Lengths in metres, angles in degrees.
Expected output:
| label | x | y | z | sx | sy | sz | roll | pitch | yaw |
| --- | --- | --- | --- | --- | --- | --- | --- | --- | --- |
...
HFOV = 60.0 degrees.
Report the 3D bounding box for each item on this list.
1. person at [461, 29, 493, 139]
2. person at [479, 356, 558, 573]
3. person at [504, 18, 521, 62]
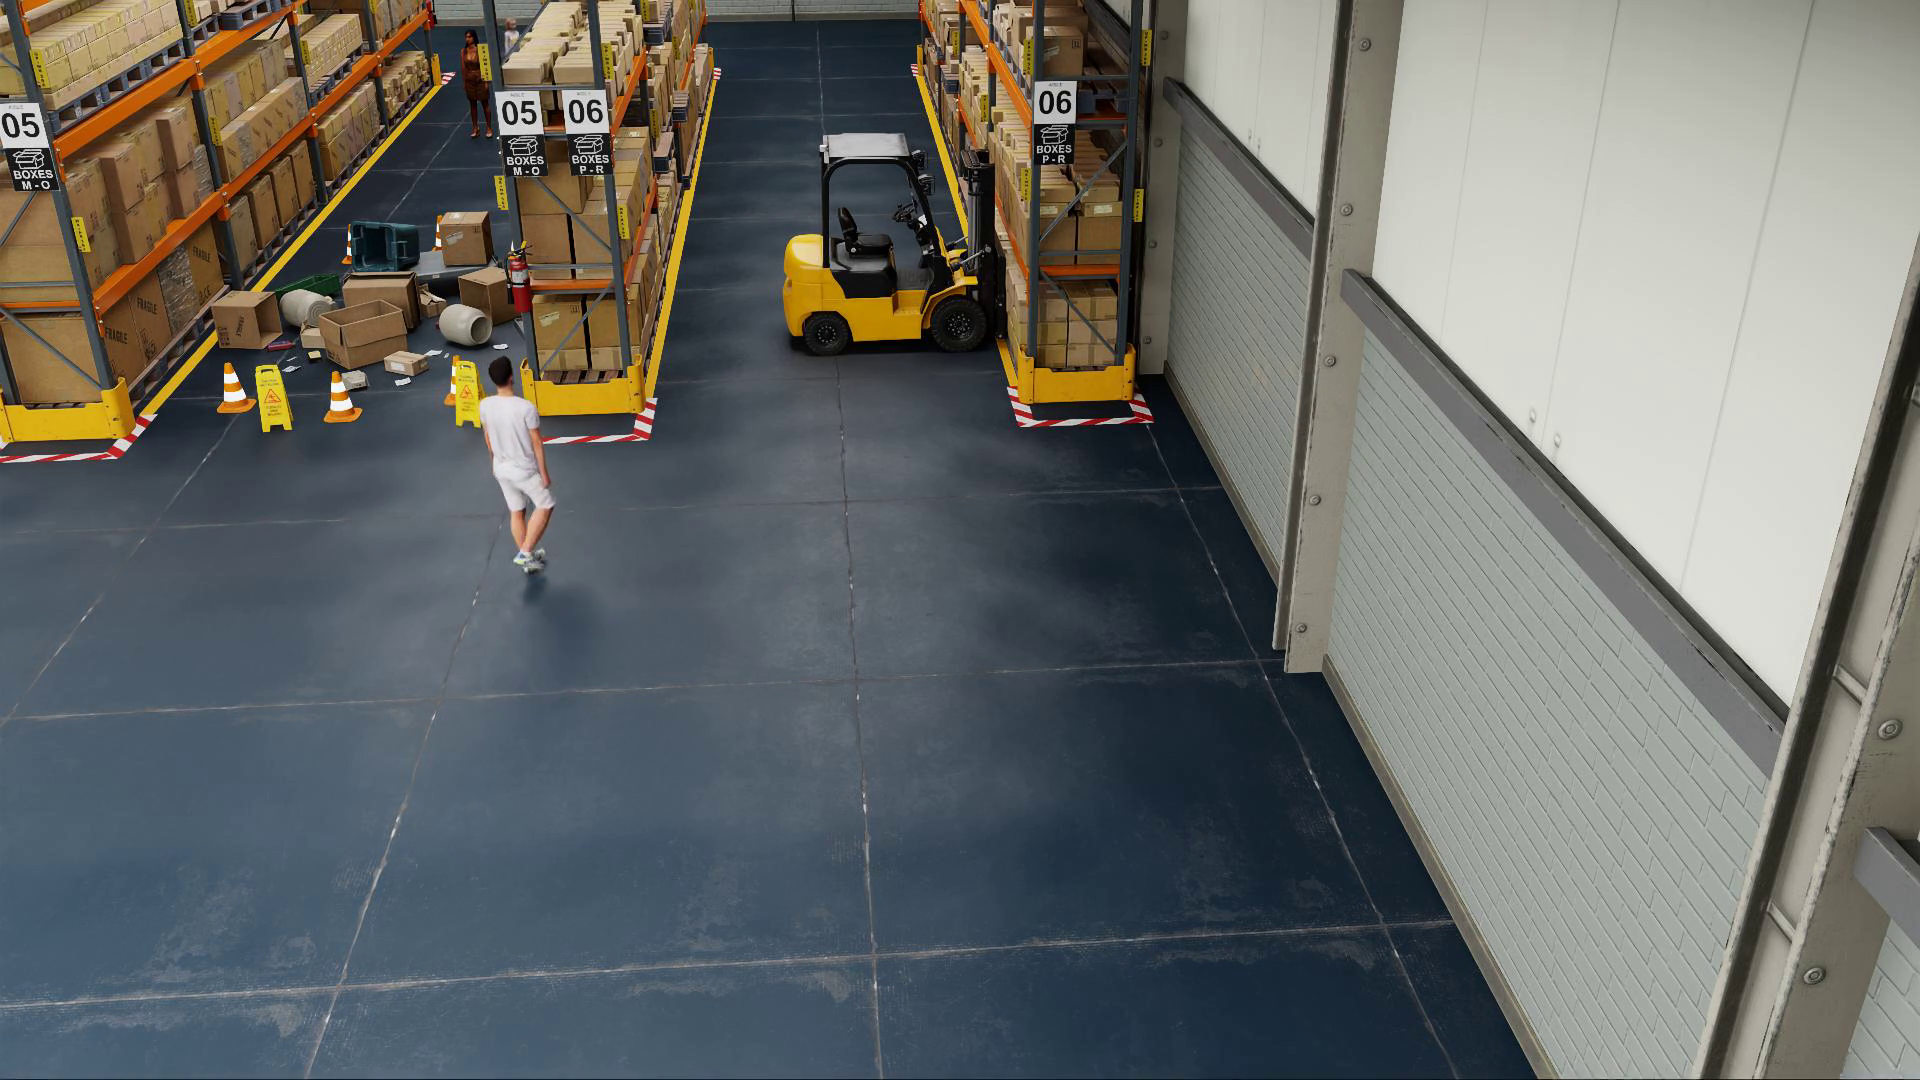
| label | x | y | z | sx | sy | sz | roll | pitch | yaw |
| --- | --- | --- | --- | --- | --- | --- | --- | --- | --- |
| person | -7.685 | -7.257 | 26.435 | 0.586 | 1.690 | 0.546 | 2 | 27 | 3 |
| person | -3.556 | -0.539 | 13.218 | 0.845 | 1.847 | 0.883 | 9 | 29 | 16 |
| person | -7.945 | -8.615 | 29.528 | 0.763 | 1.273 | 0.696 | 23 | 35 | 37 |
